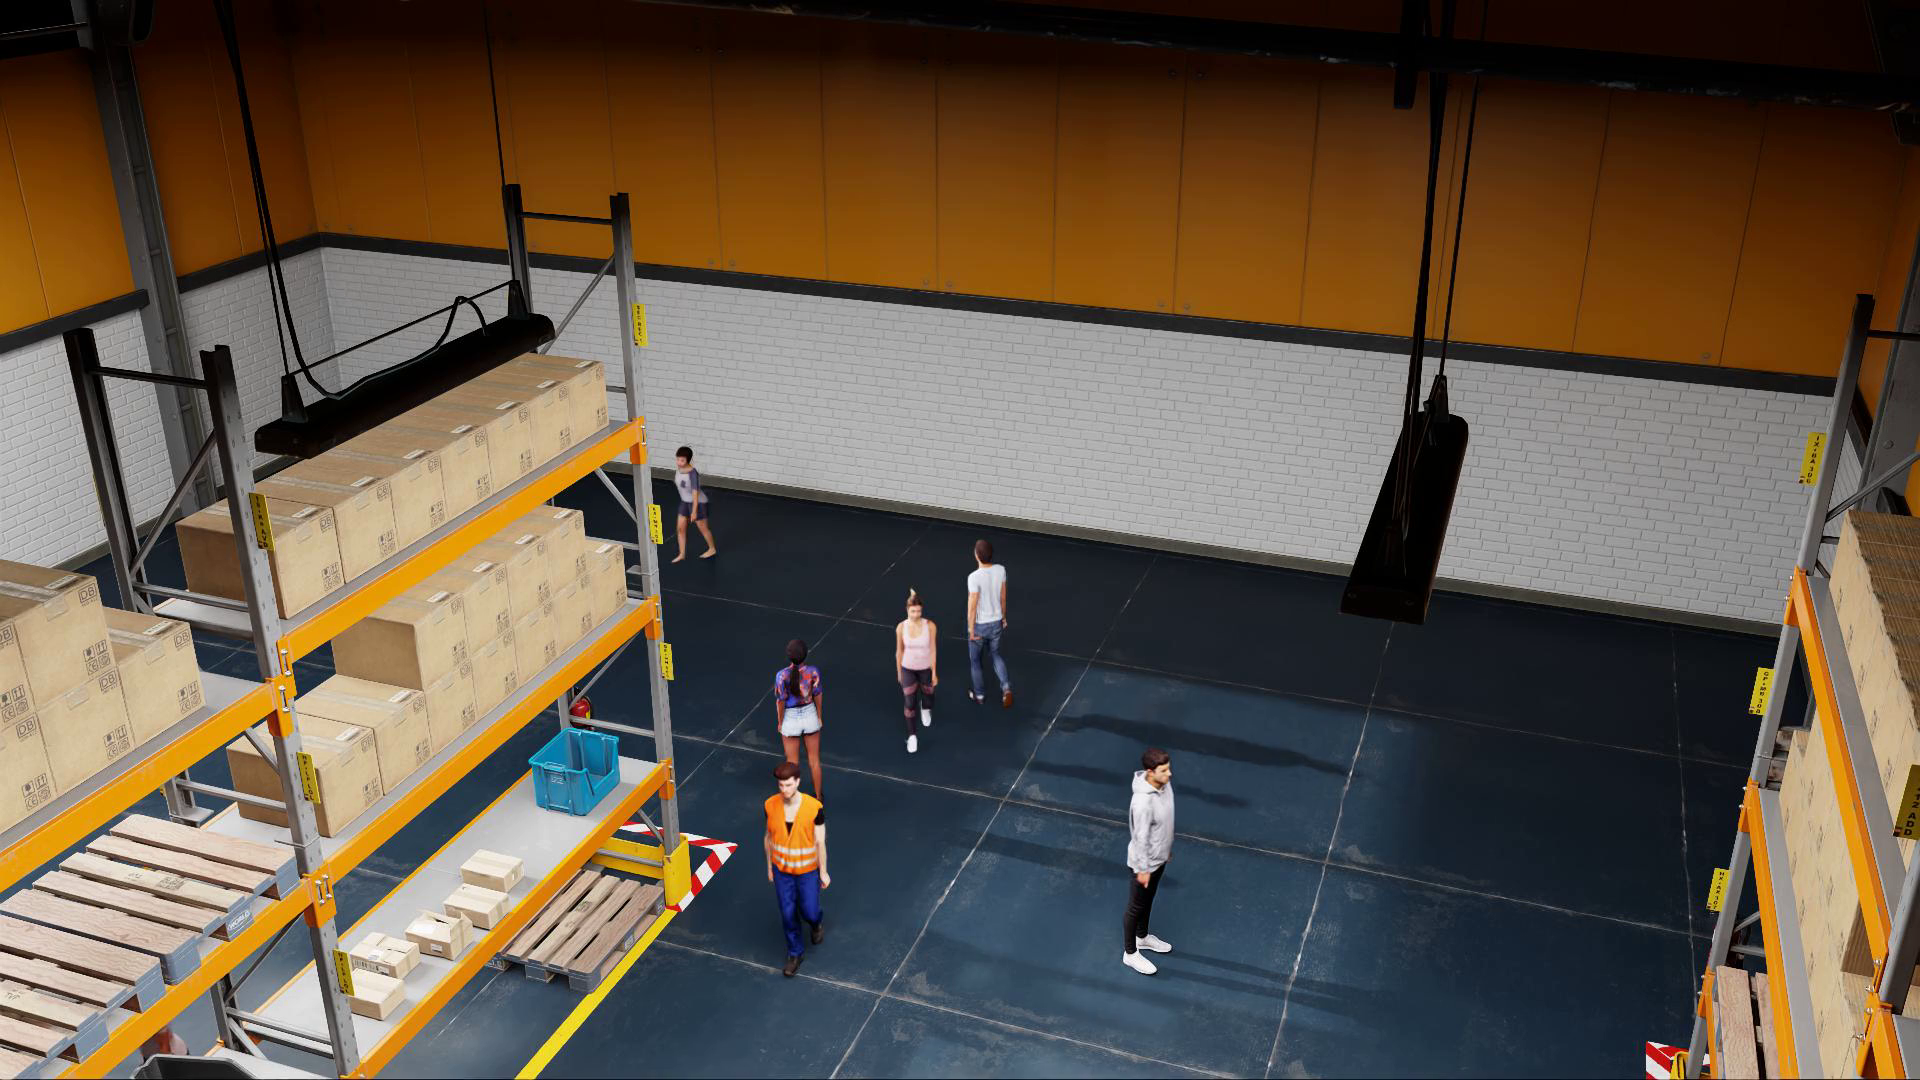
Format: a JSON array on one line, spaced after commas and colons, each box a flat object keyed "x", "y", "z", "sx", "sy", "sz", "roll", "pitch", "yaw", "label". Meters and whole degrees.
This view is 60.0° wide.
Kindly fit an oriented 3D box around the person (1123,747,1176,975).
[{"x": 1.477, "y": 2.487, "z": 13.147, "sx": 0.775, "sy": 1.929, "sz": 0.584, "roll": 13, "pitch": 27, "yaw": 27, "label": "person"}]

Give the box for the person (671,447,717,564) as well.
[{"x": -3.234, "y": -0.466, "z": 20.406, "sx": 0.933, "sy": 1.526, "sz": 0.771, "roll": -18, "pitch": 30, "yaw": -36, "label": "person"}]

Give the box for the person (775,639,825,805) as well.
[{"x": -1.464, "y": 1.684, "z": 15.218, "sx": 0.671, "sy": 1.743, "sz": 0.694, "roll": -6, "pitch": 24, "yaw": -13, "label": "person"}]

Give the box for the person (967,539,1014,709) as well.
[{"x": 0.319, "y": 0.889, "z": 16.903, "sx": 0.986, "sy": 1.850, "sz": 1.012, "roll": -14, "pitch": 27, "yaw": -29, "label": "person"}]

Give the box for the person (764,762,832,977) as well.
[{"x": -1.264, "y": 2.526, "z": 13.128, "sx": 0.742, "sy": 1.873, "sz": 0.856, "roll": 5, "pitch": 24, "yaw": 11, "label": "person"}]

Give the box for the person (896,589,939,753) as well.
[{"x": -0.416, "y": 1.241, "z": 16.360, "sx": 0.760, "sy": 1.640, "sz": 0.938, "roll": -1, "pitch": 24, "yaw": -1, "label": "person"}]
